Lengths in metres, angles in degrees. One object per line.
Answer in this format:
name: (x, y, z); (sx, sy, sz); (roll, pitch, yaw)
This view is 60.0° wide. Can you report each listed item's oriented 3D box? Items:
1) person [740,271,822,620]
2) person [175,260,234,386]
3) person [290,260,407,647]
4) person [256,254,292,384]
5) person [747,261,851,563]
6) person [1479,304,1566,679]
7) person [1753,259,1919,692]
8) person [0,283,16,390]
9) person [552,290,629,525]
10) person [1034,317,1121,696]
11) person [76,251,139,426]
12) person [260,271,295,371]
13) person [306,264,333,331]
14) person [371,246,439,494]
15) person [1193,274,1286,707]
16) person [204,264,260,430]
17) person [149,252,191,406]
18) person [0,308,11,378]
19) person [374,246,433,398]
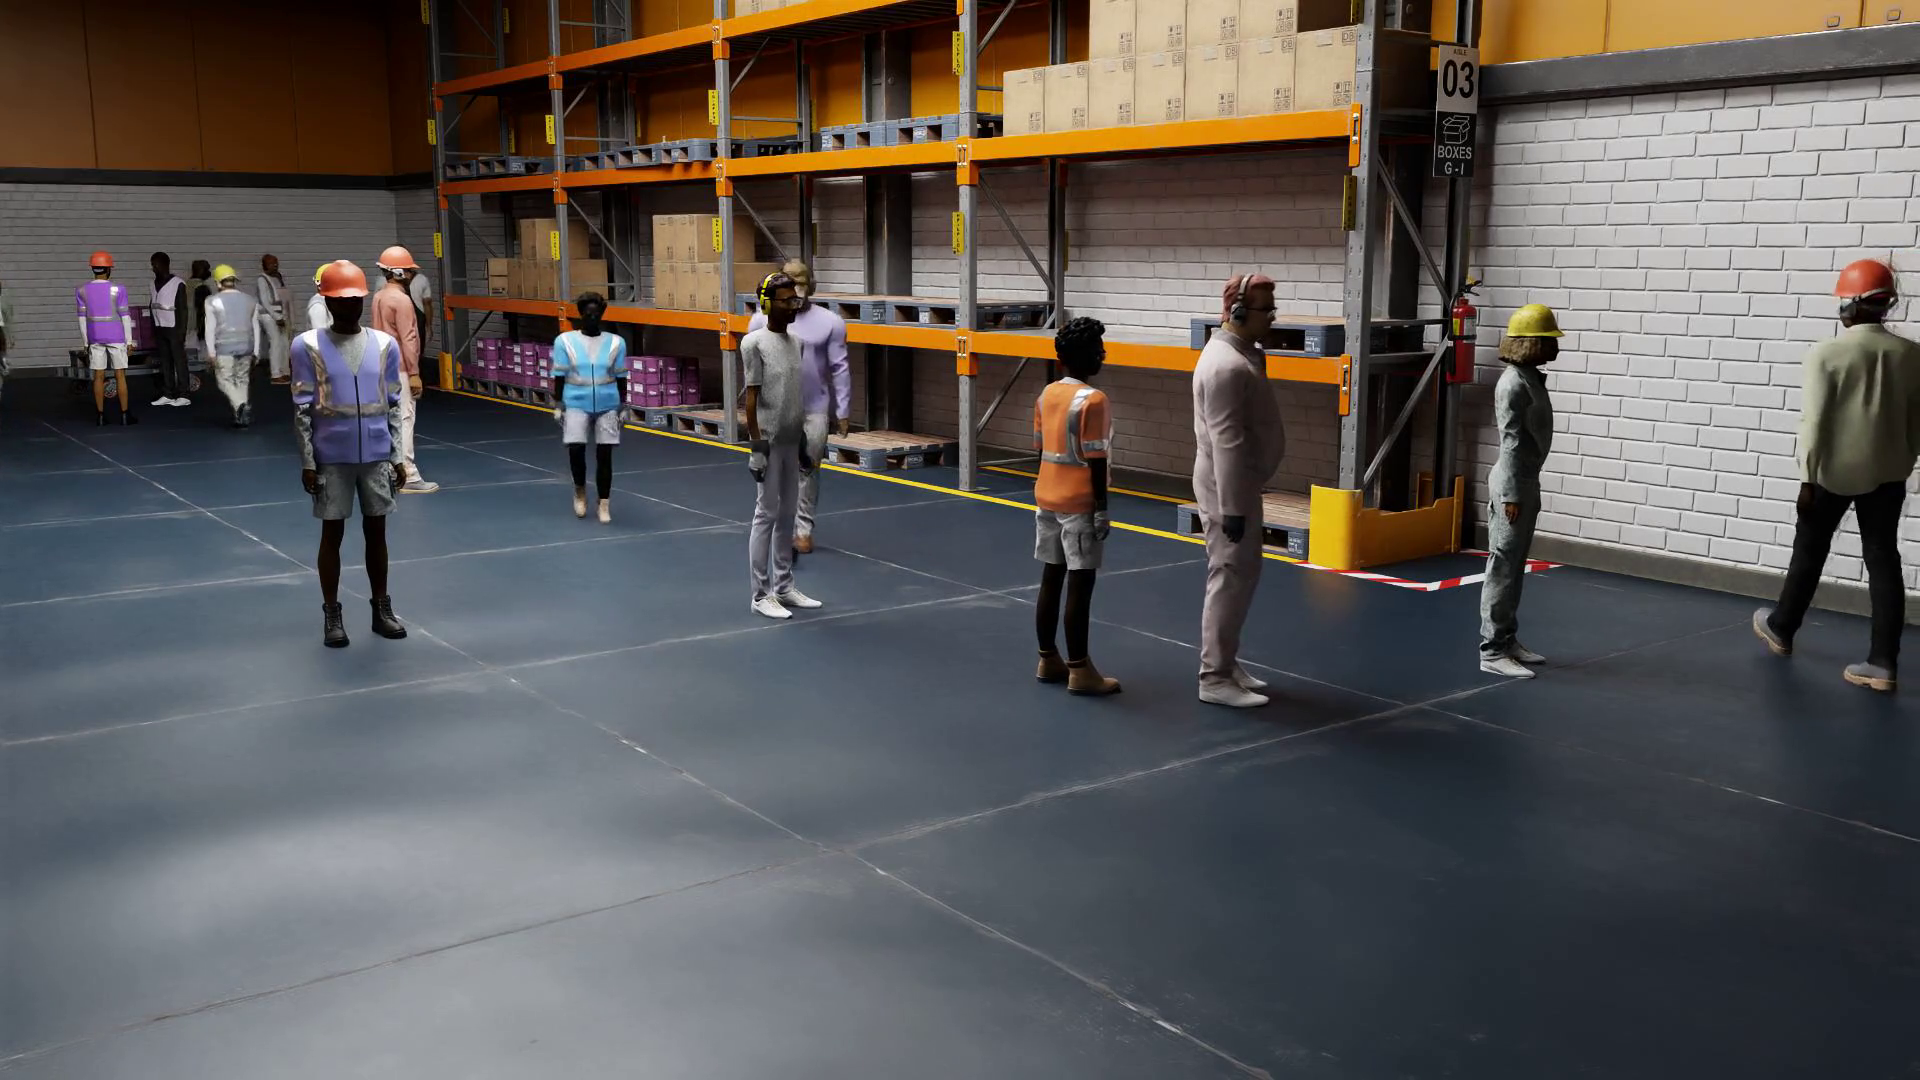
person: (-0.973, -0.515, 9.052); (0.328, 1.872, 0.514); (5, 11, 27)
person: (-10.707, -3.041, 23.412); (0.946, 1.804, 0.619); (-9, 13, -40)
person: (-3.070, -0.436, 8.422); (0.543, 1.938, 0.356); (-7, 13, -36)
person: (-9.798, -3.161, 23.877); (0.489, 1.860, 0.608); (1, 10, 3)
person: (-1.008, -0.799, 10.558); (0.656, 1.896, 0.957); (-2, 10, -9)
person: (2.653, -0.234, 7.835); (0.296, 1.744, 0.487); (6, 12, 29)
person: (4.156, -0.326, 7.781); (0.647, 1.937, 1.044); (0, 10, -2)
person: (-12.314, -2.542, 21.140); (0.505, 1.601, 0.618); (-2, 10, -13)
person: (-2.642, -0.945, 11.964); (0.553, 1.686, 0.360); (-4, 11, -19)
person: (0.516, -0.154, 7.516); (0.321, 1.696, 0.536); (-5, 11, -26)
person: (-9.468, -2.230, 18.469); (0.546, 1.938, 0.360); (-2, 10, -9)
person: (-10.102, -3.178, 24.655); (0.499, 1.624, 0.442); (-5, 11, -27)
person: (-5.984, -1.703, 15.826); (0.404, 1.828, 0.591); (-2, 10, -10)
person: (-4.550, -1.376, 13.522); (0.387, 1.996, 0.611); (-9, 13, -41)
person: (1.220, -0.210, 7.307); (0.399, 1.900, 0.652); (2, 10, 12)
person: (-7.766, -2.049, 17.826); (0.624, 1.807, 0.592); (9, 14, 41)
person: (-9.878, -2.630, 20.783); (0.587, 1.914, 0.392); (5, 11, 24)
person: (-9.488, -1.757, 15.848); (0.960, 1.919, 0.635); (9, 14, 42)
person: (-7.132, -2.790, 21.318); (0.701, 2.000, 1.005); (-4, 11, -19)
